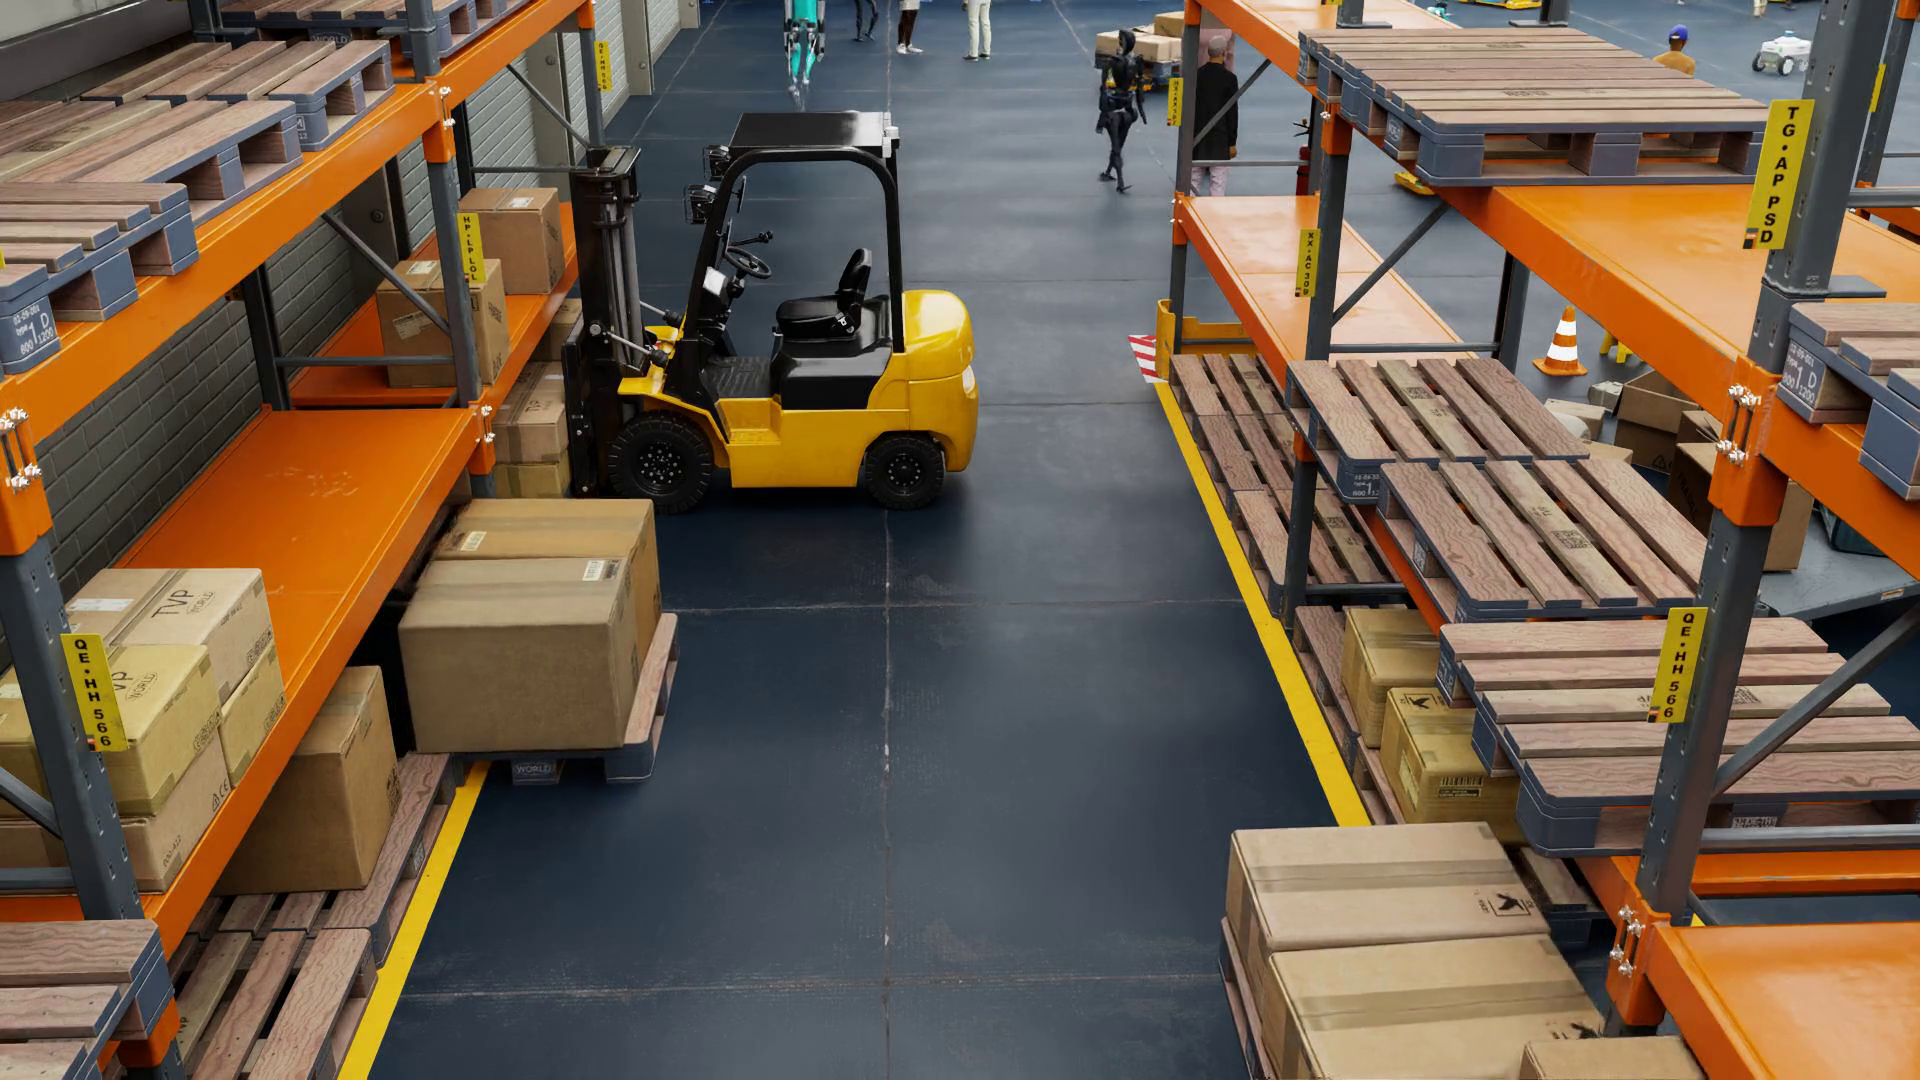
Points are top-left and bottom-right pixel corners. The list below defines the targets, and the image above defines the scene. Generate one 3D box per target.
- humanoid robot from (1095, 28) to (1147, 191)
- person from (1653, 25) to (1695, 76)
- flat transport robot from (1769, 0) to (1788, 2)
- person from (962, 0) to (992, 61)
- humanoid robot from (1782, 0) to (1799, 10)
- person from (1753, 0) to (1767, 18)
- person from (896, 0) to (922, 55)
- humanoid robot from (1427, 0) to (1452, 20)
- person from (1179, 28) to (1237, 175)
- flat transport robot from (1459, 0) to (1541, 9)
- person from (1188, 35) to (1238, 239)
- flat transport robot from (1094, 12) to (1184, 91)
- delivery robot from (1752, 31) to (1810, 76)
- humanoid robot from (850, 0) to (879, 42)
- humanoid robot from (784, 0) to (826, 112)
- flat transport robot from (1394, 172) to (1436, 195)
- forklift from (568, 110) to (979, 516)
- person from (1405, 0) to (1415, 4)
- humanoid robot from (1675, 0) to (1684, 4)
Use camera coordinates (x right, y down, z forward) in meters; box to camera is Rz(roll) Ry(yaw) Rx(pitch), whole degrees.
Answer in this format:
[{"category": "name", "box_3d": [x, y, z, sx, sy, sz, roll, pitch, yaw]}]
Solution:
[{"category": "humanoid robot", "box_3d": [1.646, -4.447, 17.125, 0.608, 1.623, 0.732, -16, 30, -30]}, {"category": "person", "box_3d": [7.075, -4.277, 16.670, 0.446, 1.713, 0.368, 14, 29, 28]}, {"category": "flat transport robot", "box_3d": [15.212, -10.092, 30.676, 1.431, 0.231, 0.659, -16, 30, -30]}, {"category": "person", "box_3d": [0.255, -7.940, 24.378, 0.562, 1.751, 0.328, -20, 32, -35]}, {"category": "humanoid robot", "box_3d": [14.778, -10.173, 29.192, 0.601, 1.656, 0.345, -21, 32, -37]}, {"category": "person", "box_3d": [13.848, -9.927, 28.505, 0.543, 1.837, 1.029, 10, 27, 20]}, {"category": "person", "box_3d": [-0.790, -8.248, 24.917, 0.354, 1.878, 0.586, 22, 33, 39]}, {"category": "humanoid robot", "box_3d": [5.507, -5.206, 18.635, 0.889, 1.780, 0.566, 7, 26, 14]}, {"category": "person", "box_3d": [2.597, -4.796, 17.506, 0.632, 1.937, 0.354, -8, 26, -16]}, {"category": "flat transport robot", "box_3d": [9.692, -9.760, 29.971, 0.659, 0.231, 1.431, -15, 29, -28]}, {"category": "person", "box_3d": [2.272, -3.638, 15.166, 0.544, 1.850, 0.409, 21, 32, 37]}, {"category": "flat transport robot", "box_3d": [2.622, -6.343, 22.736, 0.659, 0.231, 1.431, 23, 34, 40]}, {"category": "delivery robot", "box_3d": [11.677, -6.887, 23.571, 0.813, 0.610, 0.499, -14, 29, -28]}, {"category": "humanoid robot", "box_3d": [-1.503, -8.619, 25.911, 0.398, 1.640, 0.590, 21, 32, 37]}, {"category": "humanoid robot", "box_3d": [-1.937, -5.940, 20.174, 0.530, 1.778, 0.802, 6, 26, 12]}, {"category": "flat transport robot", "box_3d": [5.331, -3.774, 17.297, 1.431, 0.231, 0.659, -4, 26, -8]}, {"category": "forklift", "box_3d": [-1.043, -1.379, 9.976, 2.313, 2.155, 1.214, -1, 25, -2]}, {"category": "person", "box_3d": [6.819, -8.460, 25.387, 0.382, 1.837, 0.563, 21, 33, 38]}, {"category": "humanoid robot", "box_3d": [13.058, -10.429, 29.681, 0.549, 1.790, 0.825, -3, 25, -6]}]
